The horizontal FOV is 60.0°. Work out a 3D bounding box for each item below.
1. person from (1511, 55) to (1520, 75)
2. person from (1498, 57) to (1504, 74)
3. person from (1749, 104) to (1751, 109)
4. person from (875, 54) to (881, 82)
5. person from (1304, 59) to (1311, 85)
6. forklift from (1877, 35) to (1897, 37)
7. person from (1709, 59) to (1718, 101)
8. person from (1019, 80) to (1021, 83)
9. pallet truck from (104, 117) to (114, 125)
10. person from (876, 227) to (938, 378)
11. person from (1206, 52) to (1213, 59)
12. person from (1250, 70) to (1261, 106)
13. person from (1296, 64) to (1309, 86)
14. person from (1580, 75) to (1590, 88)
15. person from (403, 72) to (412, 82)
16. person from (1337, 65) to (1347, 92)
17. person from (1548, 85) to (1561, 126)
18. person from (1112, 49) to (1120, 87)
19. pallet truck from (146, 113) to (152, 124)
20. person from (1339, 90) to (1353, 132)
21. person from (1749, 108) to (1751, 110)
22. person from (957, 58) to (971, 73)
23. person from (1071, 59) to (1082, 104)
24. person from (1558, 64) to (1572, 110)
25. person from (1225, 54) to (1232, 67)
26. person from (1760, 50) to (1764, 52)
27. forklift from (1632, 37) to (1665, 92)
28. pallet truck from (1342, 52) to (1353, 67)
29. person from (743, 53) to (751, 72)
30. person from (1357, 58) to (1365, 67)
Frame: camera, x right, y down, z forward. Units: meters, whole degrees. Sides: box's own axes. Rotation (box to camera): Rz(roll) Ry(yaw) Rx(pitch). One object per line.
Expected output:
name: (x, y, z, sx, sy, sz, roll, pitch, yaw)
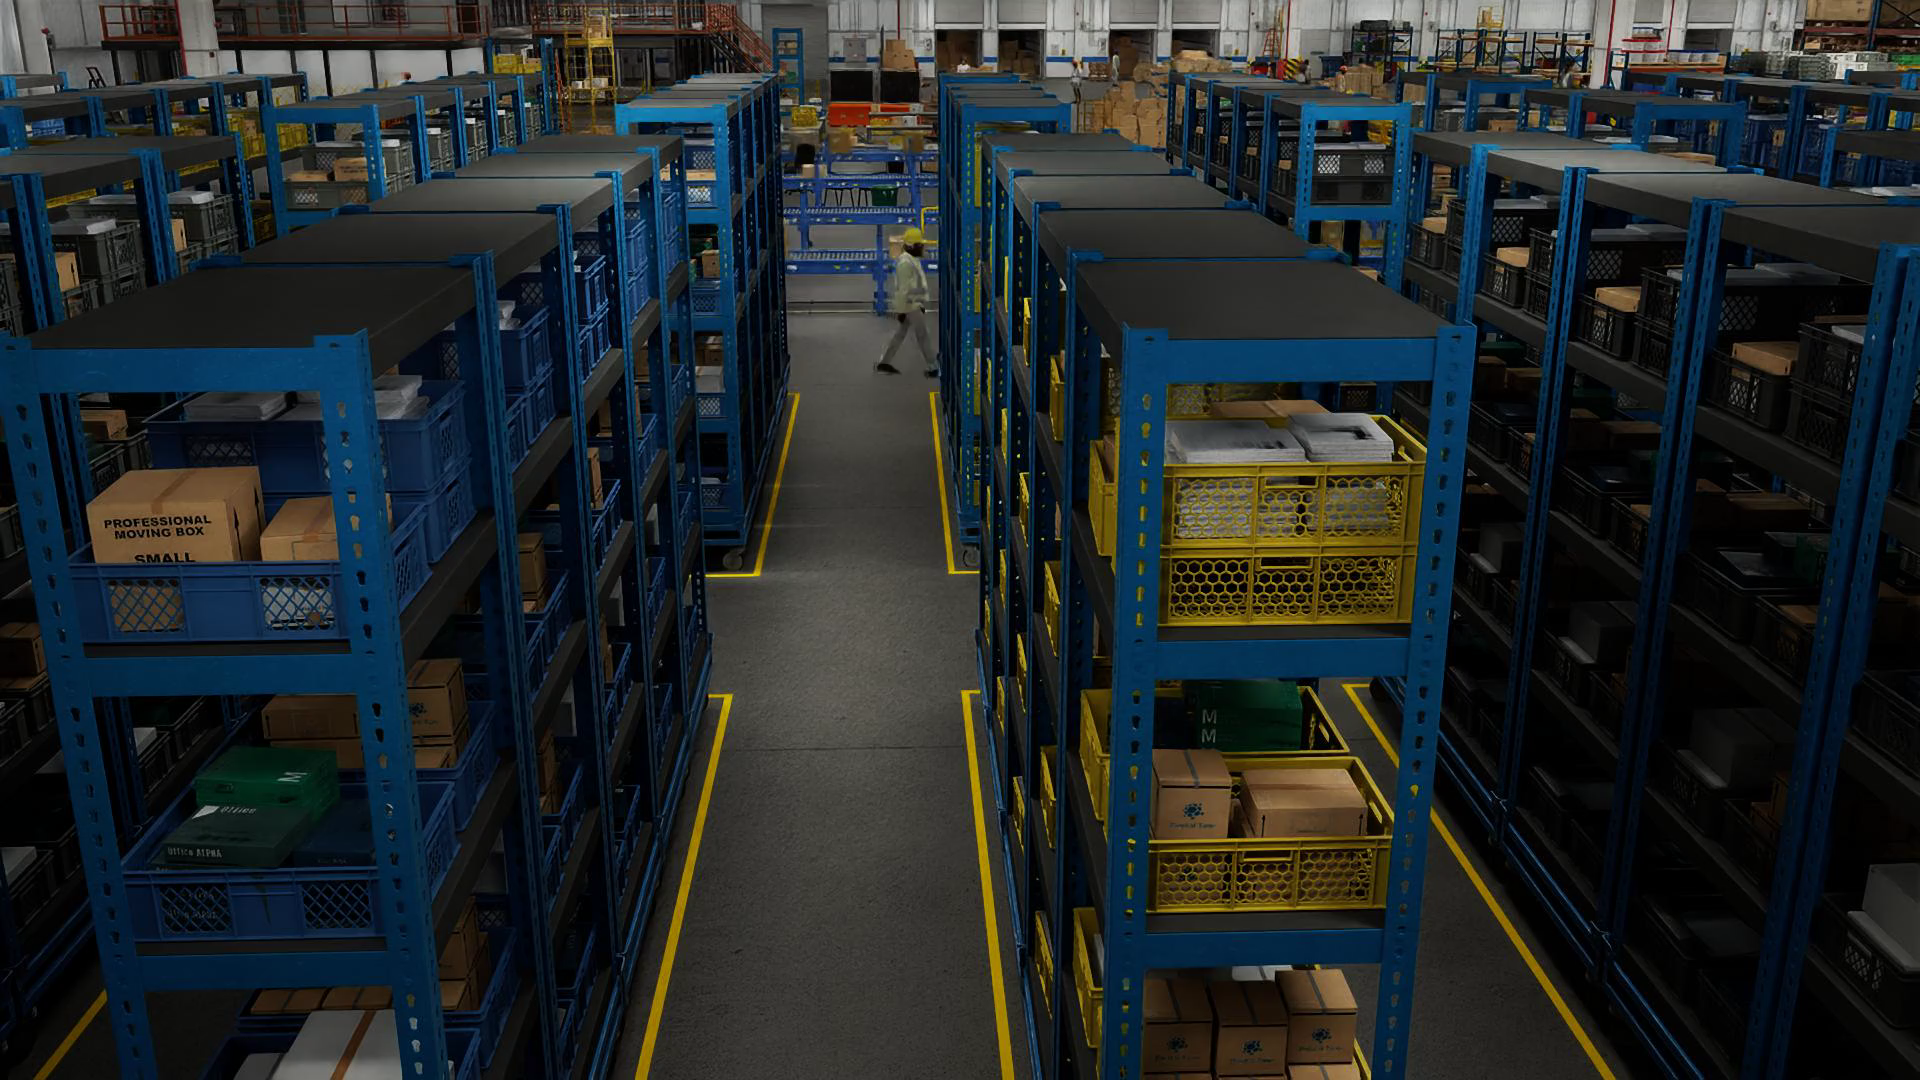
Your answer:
person: (27.198, -22.821, 81.507, 1.040, 1.862, 0.581, -1, 18, -3)
person: (26.251, -22.505, 80.606, 0.587, 1.825, 0.533, 0, 18, 0)
person: (30.956, -17.544, 65.251, 0.959, 1.829, 0.537, -7, 19, -19)
person: (-4.380, -26.778, 93.787, 1.028, 1.855, 0.648, 2, 18, 6)
person: (15.622, -20.798, 75.267, 0.503, 1.861, 0.328, 8, 20, 24)
forklift: (44.184, -22.804, 79.832, 1.129, 2.768, 1.873, -1, 18, -2)
person: (33.792, -20.608, 74.588, 0.753, 1.907, 0.648, 4, 18, 13)
person: (1.841, -13.179, 51.423, 0.407, 2.029, 0.608, -13, 22, -35)
pallet truck: (-18.367, -7.885, 35.078, 1.885, 1.965, 0.823, 1, 18, 2)
person: (-0.590, -2.814, 19.728, 0.921, 1.789, 0.609, 1, 18, 4)
person: (13.116, -24.765, 87.594, 0.430, 1.837, 0.620, -12, 21, -32)
person: (10.564, -15.771, 59.496, 0.403, 1.987, 0.613, -11, 21, -30)
person: (13.454, -17.561, 64.949, 0.921, 2.000, 0.683, 5, 19, 16)
person: (21.635, -15.203, 57.845, 1.008, 1.913, 0.629, -3, 18, -9)
person: (-20.311, -16.323, 61.386, 0.413, 1.871, 0.612, -11, 21, -31)
person: (15.046, -17.718, 65.598, 0.365, 1.939, 0.542, 5, 19, 16)
person: (19.557, -14.158, 54.939, 0.917, 1.722, 0.525, 14, 23, 37)
person: (8.316, -25.138, 88.545, 0.405, 1.948, 0.605, -5, 19, -15)
pallet truck: (-18.087, -8.309, 36.390, 1.885, 1.965, 0.823, -1, 18, -4)
person: (11.962, -12.962, 51.224, 0.533, 1.724, 0.905, 2, 18, 5)
person: (21.814, -11.507, 46.581, 0.599, 1.815, 0.722, -5, 19, -15)
person: (0.167, -20.709, 74.856, 0.627, 1.940, 0.372, 3, 18, 8)
person: (5.169, -20.280, 73.572, 0.477, 1.915, 0.631, -10, 20, -28)
person: (24.872, -18.644, 68.571, 0.986, 1.870, 0.591, -2, 18, -5)
person: (14.072, -24.724, 87.620, 0.485, 1.721, 0.456, 3, 18, 9)
person: (41.785, -24.608, 86.926, 0.553, 1.934, 0.355, -9, 20, -27)
forklift: (30.734, -21.042, 74.377, 1.129, 2.768, 1.873, -1, 18, -2)
pallet truck: (18.794, -23.123, 82.231, 0.823, 1.965, 1.885, -13, 22, -35)
person: (-11.166, -24.396, 86.488, 0.615, 1.807, 0.683, 3, 18, 11)
person: (19.823, -23.038, 82.483, 0.559, 1.673, 0.544, -14, 23, -37)
